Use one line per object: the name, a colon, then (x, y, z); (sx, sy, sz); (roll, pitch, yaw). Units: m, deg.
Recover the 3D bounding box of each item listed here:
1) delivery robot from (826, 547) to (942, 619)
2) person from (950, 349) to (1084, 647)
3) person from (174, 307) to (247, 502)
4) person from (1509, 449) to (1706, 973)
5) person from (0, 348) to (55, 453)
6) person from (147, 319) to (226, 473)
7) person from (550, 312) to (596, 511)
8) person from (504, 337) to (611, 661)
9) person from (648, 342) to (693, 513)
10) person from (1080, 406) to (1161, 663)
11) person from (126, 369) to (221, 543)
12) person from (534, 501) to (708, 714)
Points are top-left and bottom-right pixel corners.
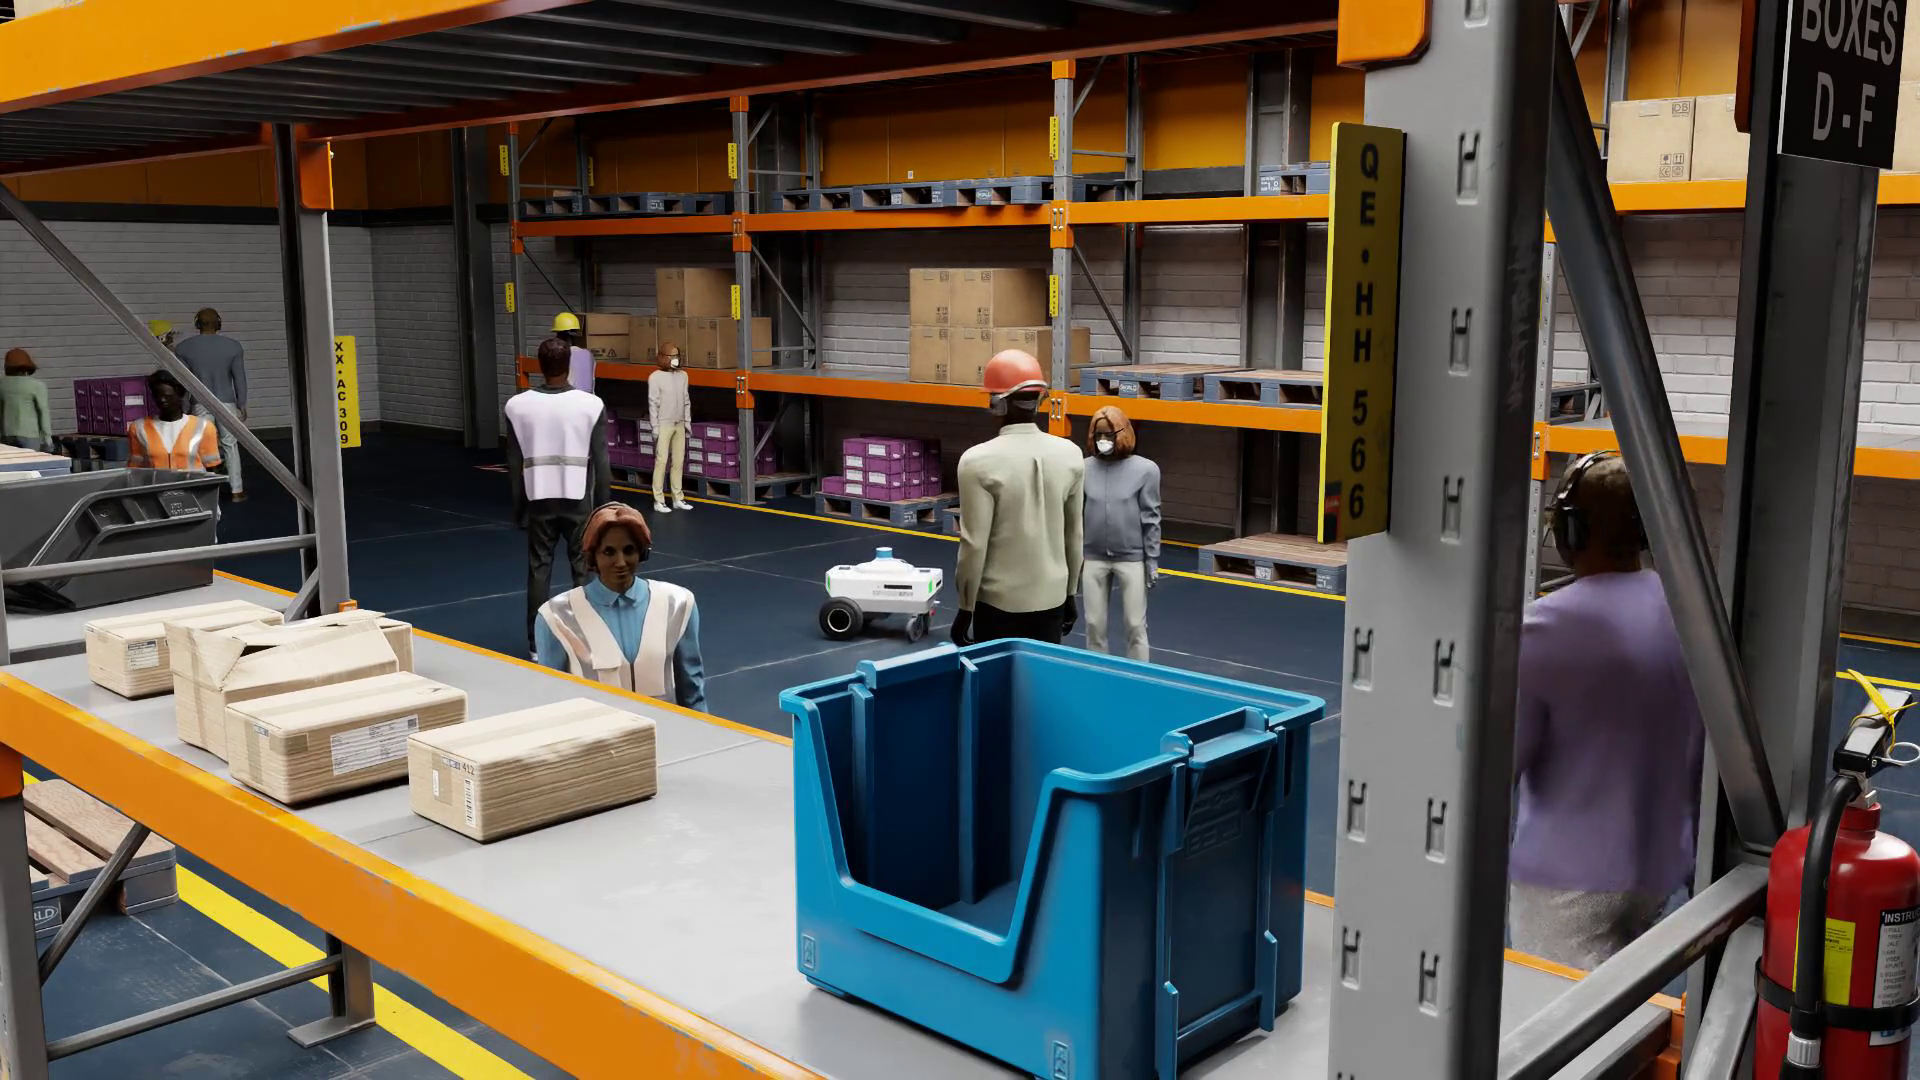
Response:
delivery robot: (-0.474, 0.290, 10.489); (0.707, 0.478, 0.477); (2, 9, 10)
person: (0.226, 0.225, 6.775); (0.626, 1.991, 0.393); (-6, 11, -34)
person: (-7.387, -1.326, 16.453); (0.630, 1.938, 0.369); (-3, 10, -18)
person: (1.366, 0.739, 3.856); (0.655, 1.914, 0.803); (-3, 10, -20)
person: (-8.363, -0.900, 14.825); (0.538, 1.620, 0.343); (1, 9, 7)
person: (-8.671, -1.570, 18.476); (0.959, 1.773, 0.633); (-3, 10, -15)
person: (-3.574, -1.125, 15.297); (0.390, 1.922, 0.590); (4, 10, 23)
person: (-2.370, -0.233, 9.839); (0.592, 1.912, 0.386); (-1, 9, -6)
person: (-2.766, -1.075, 15.878); (0.282, 1.625, 0.494); (6, 11, 35)
person: (0.783, 0.119, 8.562); (0.507, 1.623, 0.290); (3, 10, 20)
person: (-4.907, -0.220, 10.413); (0.540, 1.695, 0.317); (-3, 10, -16)
person: (-1.016, 0.694, 5.012); (0.513, 1.633, 0.312); (-4, 10, -26)
